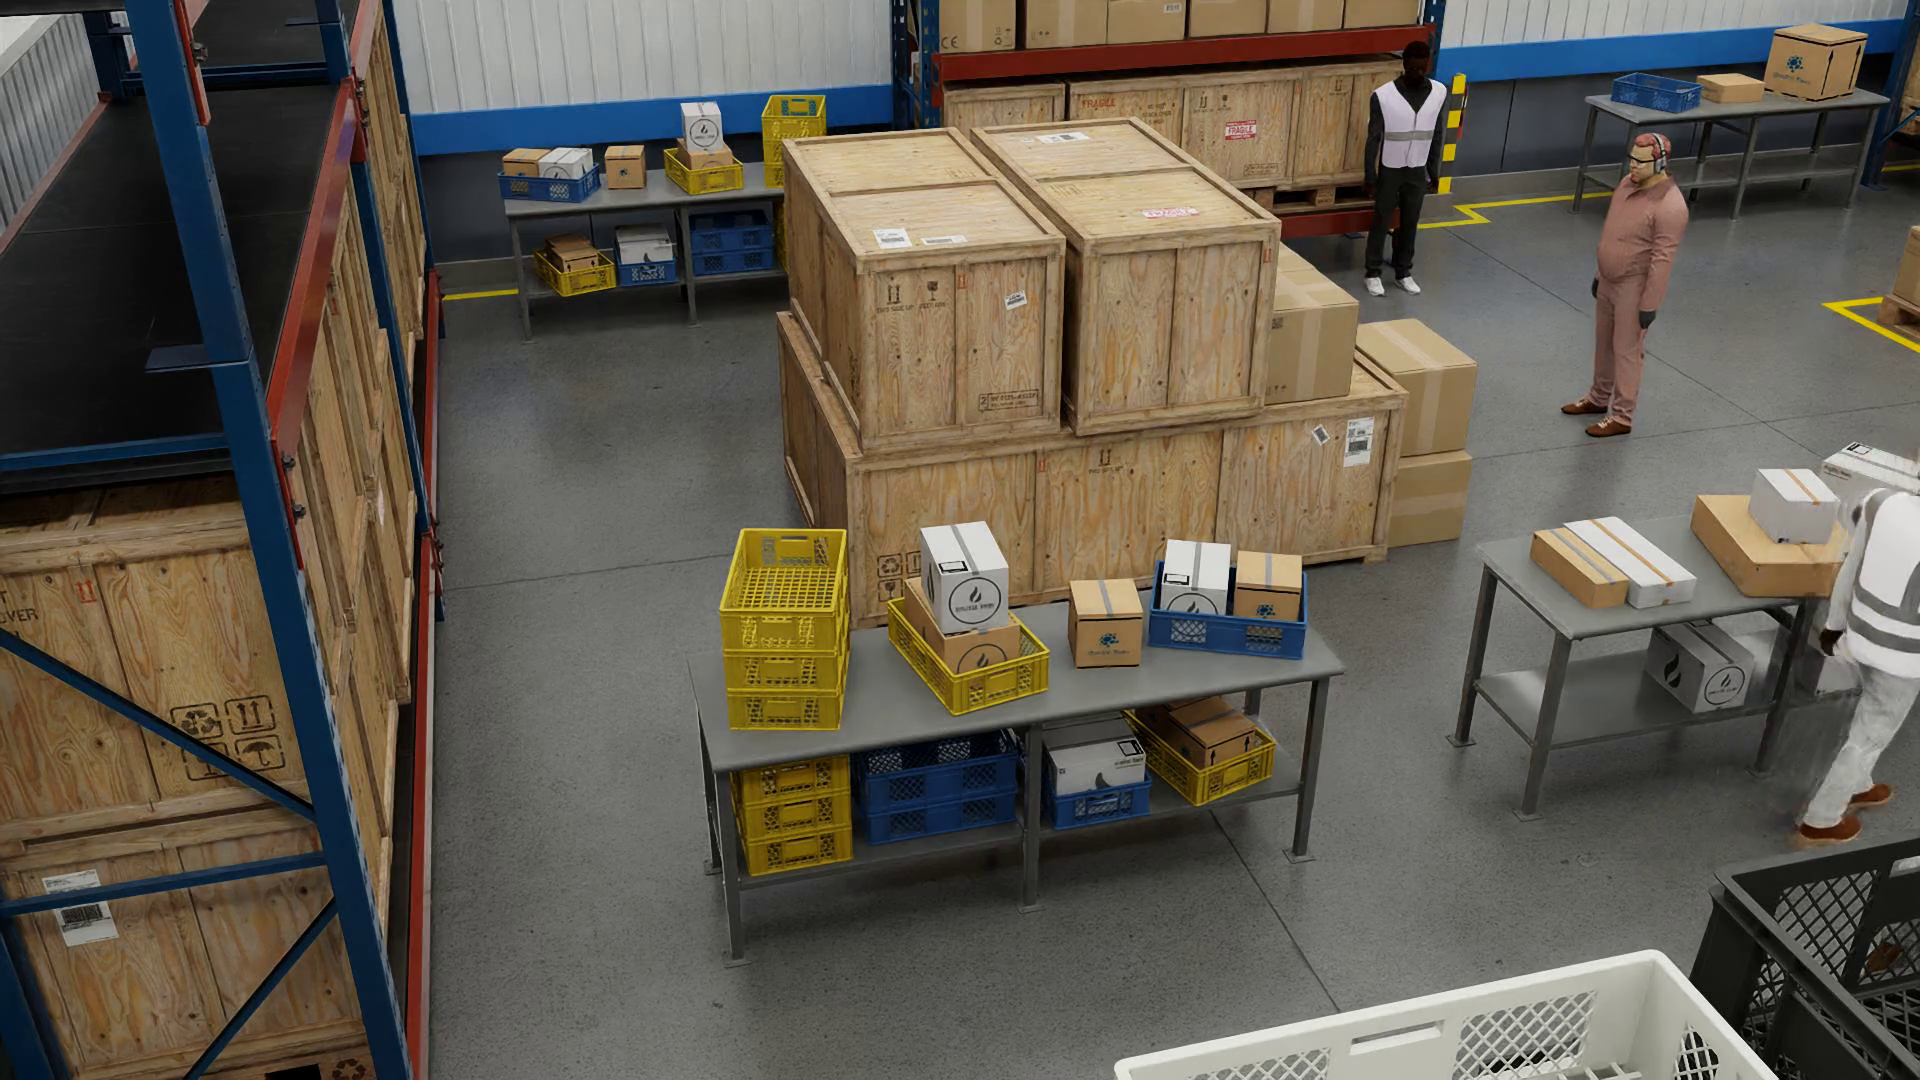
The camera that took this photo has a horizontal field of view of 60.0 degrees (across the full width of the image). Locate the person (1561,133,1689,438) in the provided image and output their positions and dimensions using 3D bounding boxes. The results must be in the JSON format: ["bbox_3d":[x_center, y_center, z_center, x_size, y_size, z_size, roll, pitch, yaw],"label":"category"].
[{"bbox_3d":[4.109,-1.569,10.268,0.401,1.900,0.646,-4,29,-7],"label":"person"}]

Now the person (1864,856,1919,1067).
[{"bbox_3d":[2.842,1.429,4.849,0.521,1.873,0.336,-2,29,-3],"label":"person"}]

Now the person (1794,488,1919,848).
[{"bbox_3d":[3.848,0.425,6.677,0.728,1.858,0.605,-7,30,-12],"label":"person"}]

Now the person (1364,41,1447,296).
[{"bbox_3d":[3.295,-2.777,12.451,0.597,1.907,0.407,-7,30,-12],"label":"person"}]
